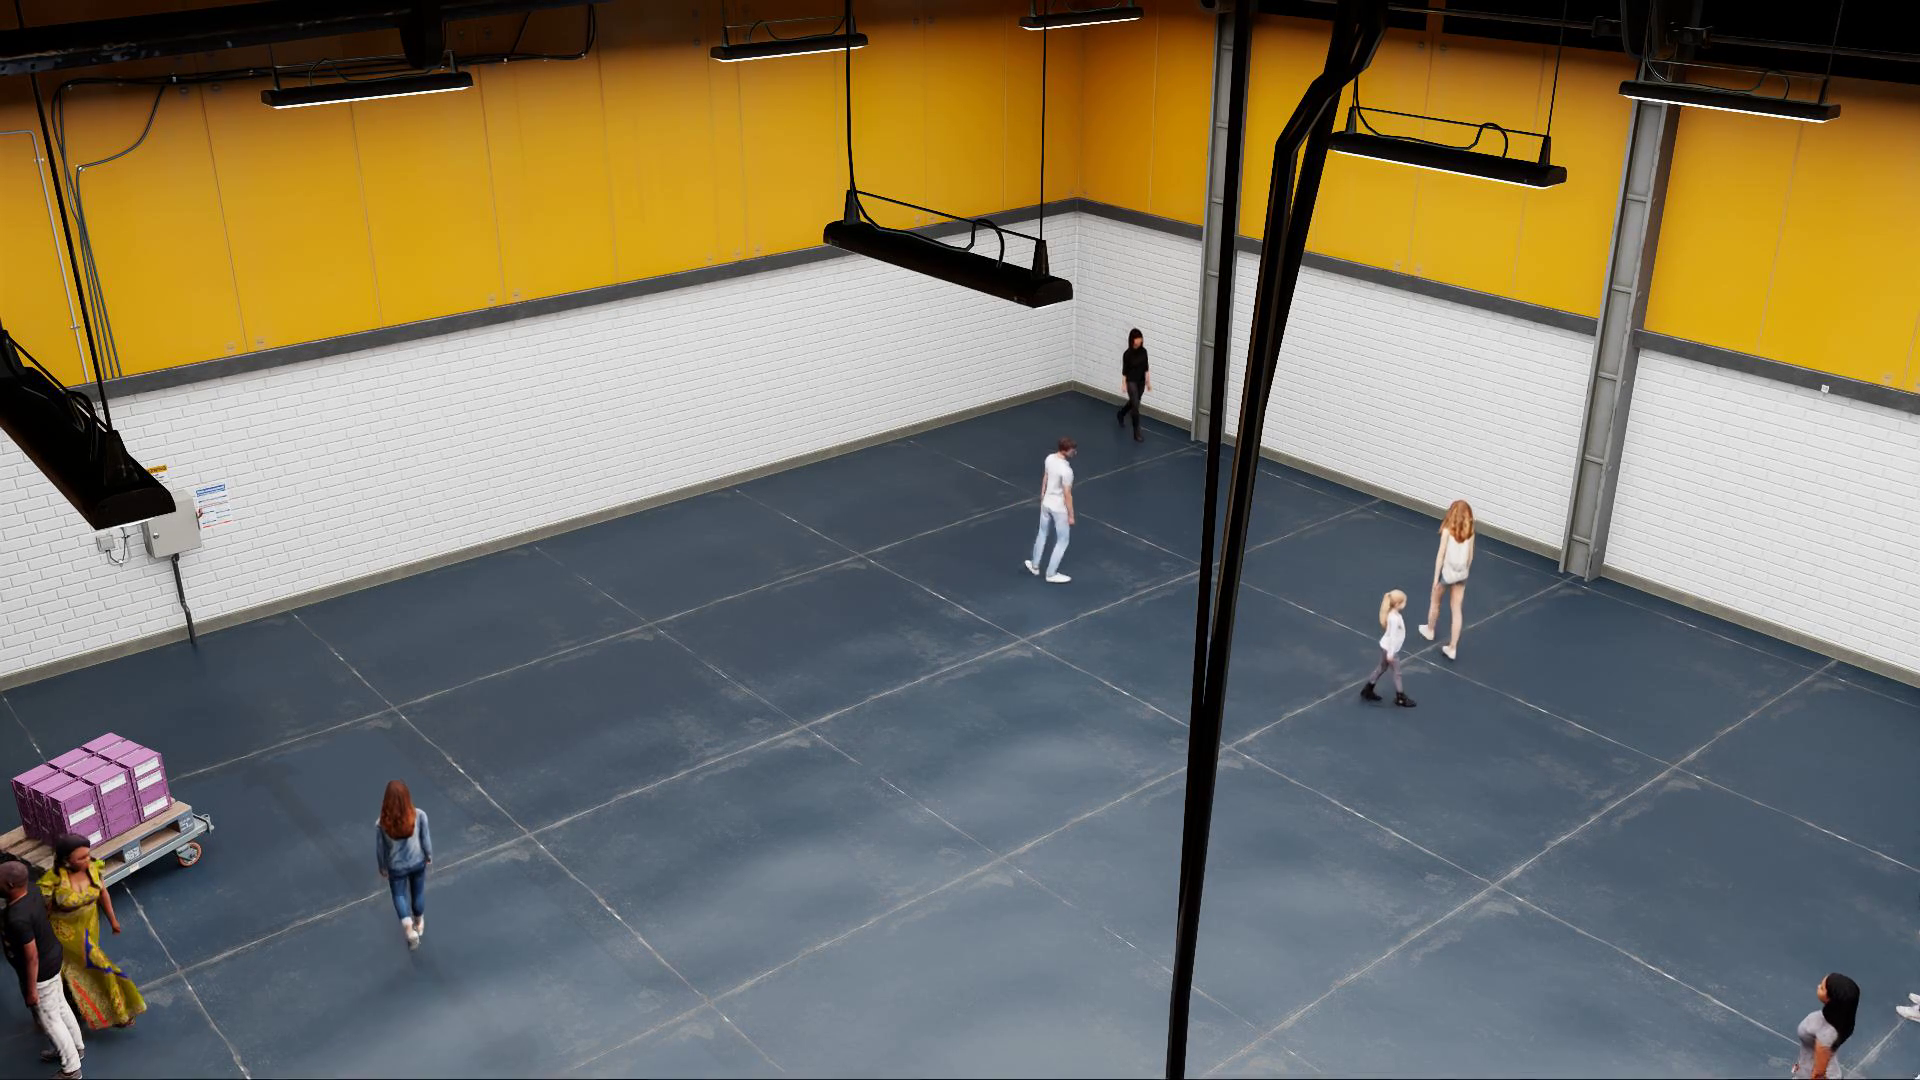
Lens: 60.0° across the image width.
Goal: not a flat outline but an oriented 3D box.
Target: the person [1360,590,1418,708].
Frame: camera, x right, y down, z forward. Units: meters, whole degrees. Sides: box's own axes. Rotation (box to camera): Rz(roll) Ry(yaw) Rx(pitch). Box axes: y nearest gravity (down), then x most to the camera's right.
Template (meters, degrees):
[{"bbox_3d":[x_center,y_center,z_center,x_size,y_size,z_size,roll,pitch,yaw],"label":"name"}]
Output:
[{"bbox_3d":[4.303,1.093,16.846,0.851,1.260,0.795,2,24,4],"label":"person"}]

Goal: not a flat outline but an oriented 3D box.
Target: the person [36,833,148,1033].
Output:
[{"bbox_3d":[-6.606,2.892,12.305,1.293,1.601,1.062,13,27,27],"label":"person"}]

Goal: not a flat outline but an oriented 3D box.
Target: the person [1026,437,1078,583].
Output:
[{"bbox_3d":[1.082,-0.369,19.490,0.989,1.821,0.514,-22,32,-40],"label":"person"}]

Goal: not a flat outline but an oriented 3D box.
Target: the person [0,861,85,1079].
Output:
[{"bbox_3d":[-6.490,3.033,11.727,0.807,1.804,0.656,-8,25,-18],"label":"person"}]

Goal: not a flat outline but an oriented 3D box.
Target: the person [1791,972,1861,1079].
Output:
[{"bbox_3d":[5.554,3.553,10.609,0.571,1.748,1.051,-18,30,-36],"label":"person"}]

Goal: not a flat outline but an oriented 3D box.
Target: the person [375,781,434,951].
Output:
[{"bbox_3d":[-4.378,2.590,13.166,0.698,1.464,0.867,-10,26,-22],"label":"person"}]

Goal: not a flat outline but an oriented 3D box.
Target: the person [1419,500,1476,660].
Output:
[{"bbox_3d":[5.286,0.452,17.715,0.899,1.738,1.037,-4,24,-8],"label":"person"}]

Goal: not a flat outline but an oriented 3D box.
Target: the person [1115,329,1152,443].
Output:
[{"bbox_3d":[2.500,-2.294,24.151,0.675,1.614,1.066,-14,27,-29],"label":"person"}]
